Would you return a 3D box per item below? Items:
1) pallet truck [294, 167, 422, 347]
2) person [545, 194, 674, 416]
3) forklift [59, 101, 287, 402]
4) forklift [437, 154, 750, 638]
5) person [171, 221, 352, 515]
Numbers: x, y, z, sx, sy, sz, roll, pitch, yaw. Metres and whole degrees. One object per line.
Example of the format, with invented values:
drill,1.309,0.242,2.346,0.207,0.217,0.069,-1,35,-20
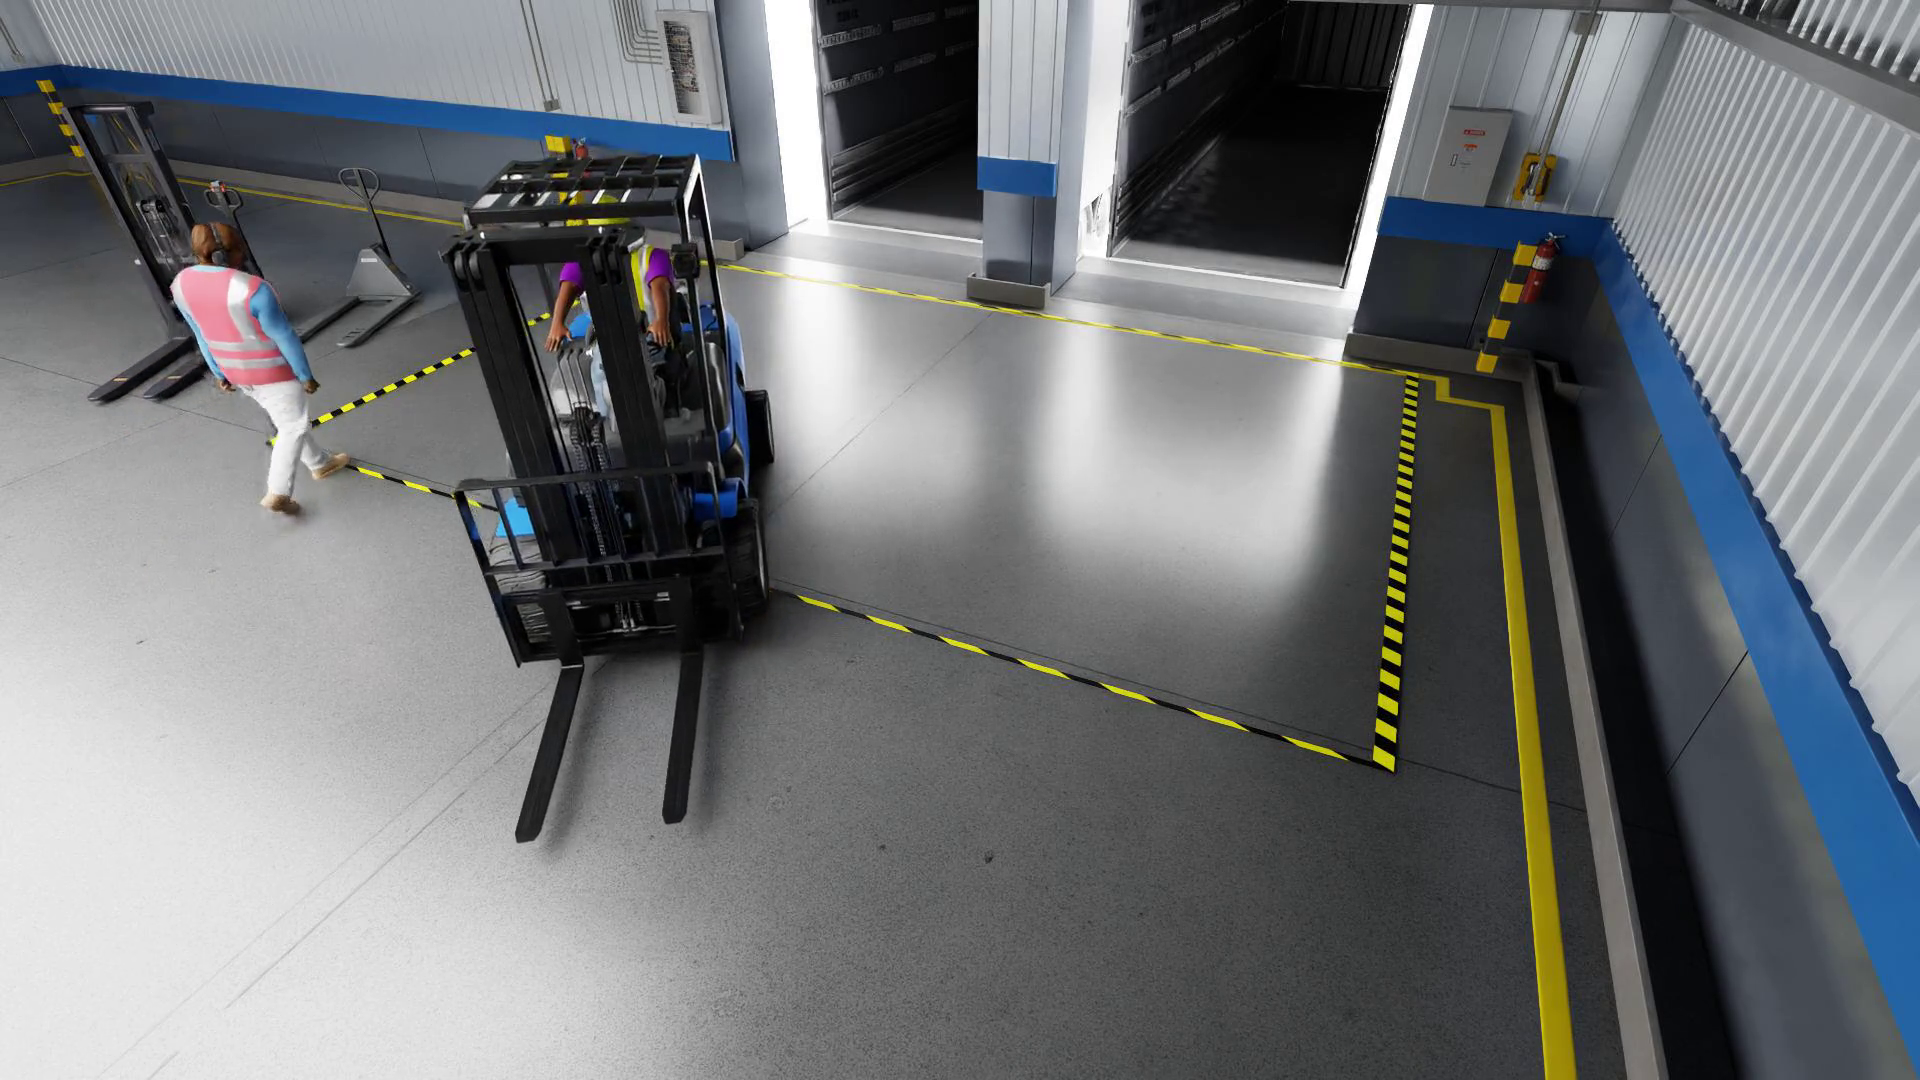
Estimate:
pallet truck,-5.732,-2.611,8.414,0.680,1.201,1.601,-1,35,-1
person,-1.860,-1.104,4.962,0.635,1.293,1.004,-5,35,-7
forklift,-6.686,-2.387,7.434,0.823,1.965,1.885,-3,35,-5
forklift,-1.862,-0.985,5.119,1.157,2.036,2.680,-5,35,-7
person,-4.341,-1.037,5.679,0.639,1.800,0.880,6,35,8
